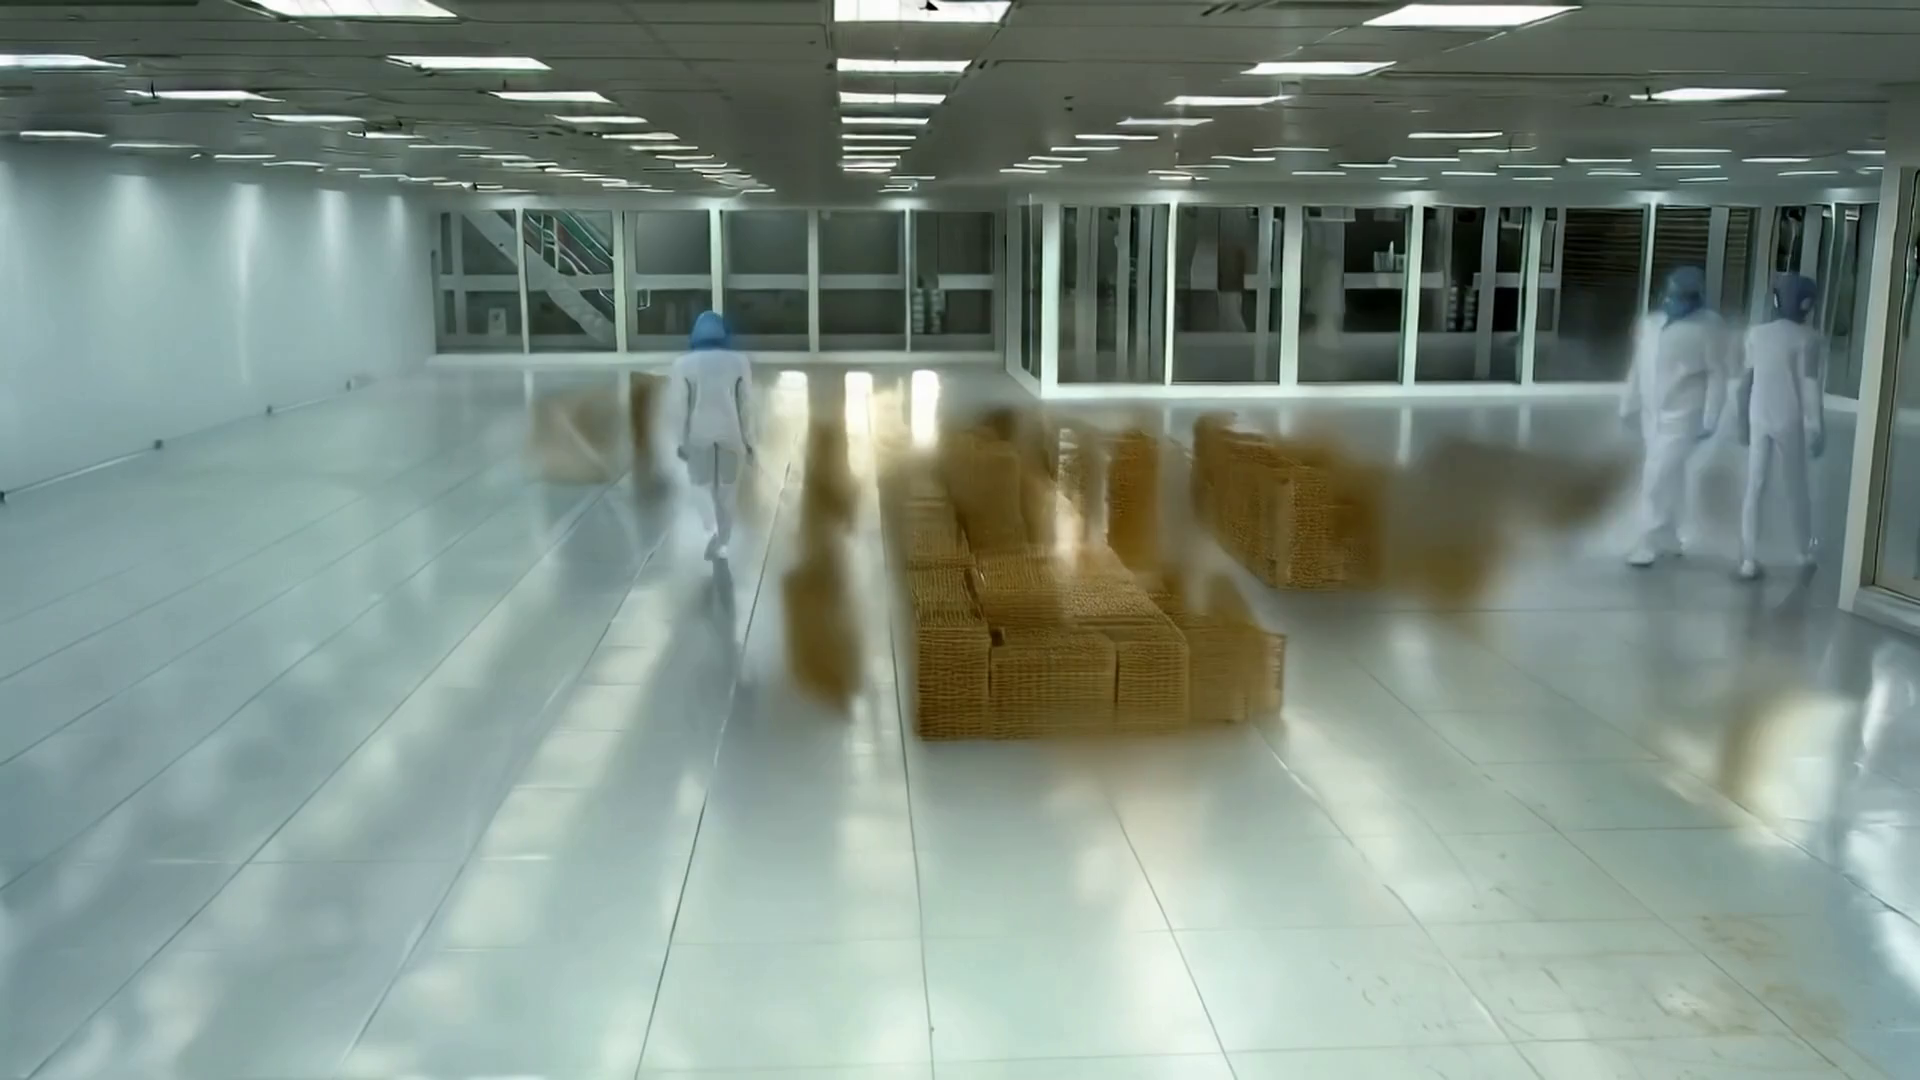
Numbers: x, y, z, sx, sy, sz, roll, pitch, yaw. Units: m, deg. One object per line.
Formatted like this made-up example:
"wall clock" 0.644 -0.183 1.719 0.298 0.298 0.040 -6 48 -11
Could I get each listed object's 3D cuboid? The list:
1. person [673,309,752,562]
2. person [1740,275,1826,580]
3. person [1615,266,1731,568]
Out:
"person" -1.528 -0.631 10.385 0.498 1.613 0.558 -3 11 -18
"person" 5.052 -0.689 10.149 0.947 1.814 0.560 -10 15 -44
"person" 4.363 -0.762 10.394 0.651 1.877 0.636 -2 11 -12
